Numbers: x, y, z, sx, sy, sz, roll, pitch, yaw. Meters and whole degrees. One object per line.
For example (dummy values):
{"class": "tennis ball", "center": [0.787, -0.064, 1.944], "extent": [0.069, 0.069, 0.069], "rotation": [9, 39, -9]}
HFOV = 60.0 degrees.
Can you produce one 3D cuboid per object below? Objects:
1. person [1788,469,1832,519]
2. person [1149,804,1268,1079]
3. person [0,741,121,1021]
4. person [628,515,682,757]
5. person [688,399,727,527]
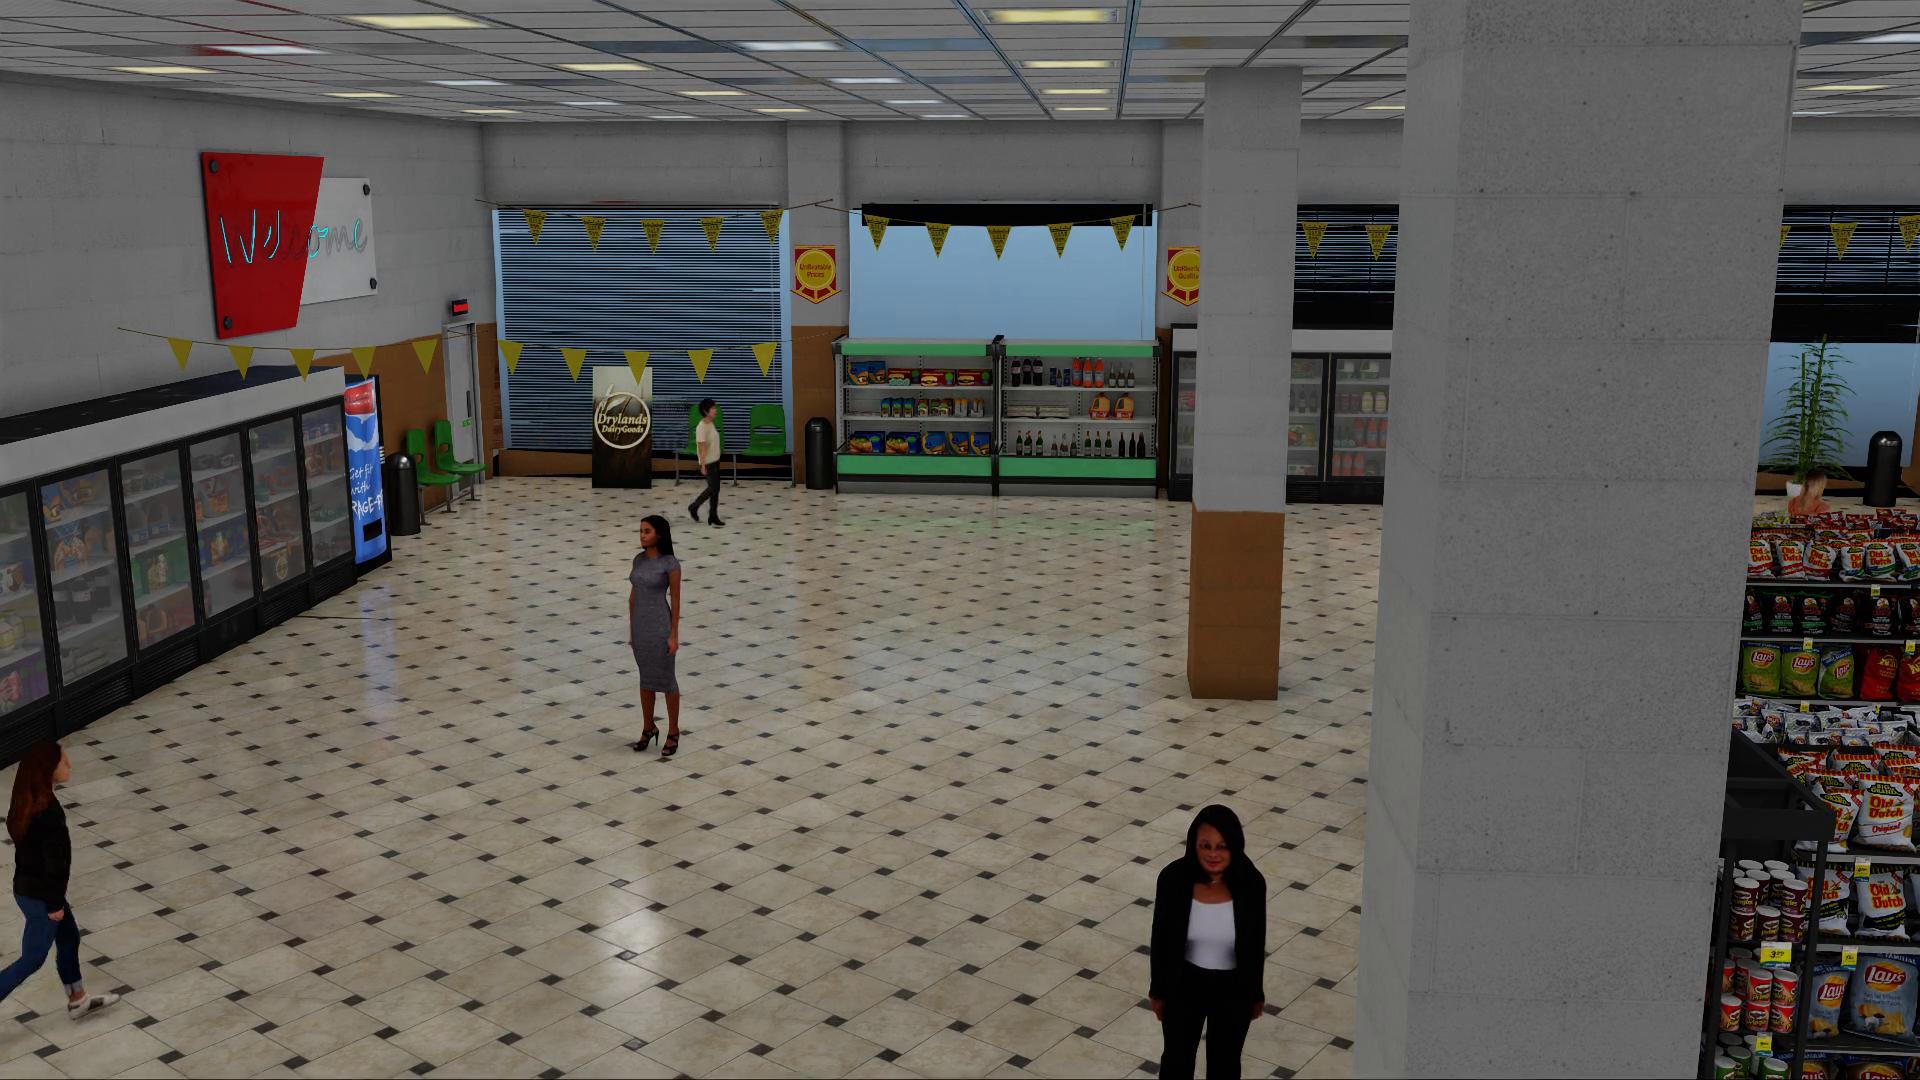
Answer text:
{"class": "person", "center": [7.594, 0.173, 15.060], "extent": [1.077, 1.607, 0.939], "rotation": [-7, 14, -29]}
{"class": "person", "center": [1.042, 1.869, 6.987], "extent": [0.577, 1.615, 0.727], "rotation": [0, 12, 0]}
{"class": "person", "center": [-4.537, 1.730, 8.054], "extent": [1.005, 1.447, 0.948], "rotation": [-11, 16, -41]}
{"class": "person", "center": [-2.227, 0.691, 12.180], "extent": [0.585, 1.781, 0.715], "rotation": [6, 13, 28]}
{"class": "person", "center": [-3.129, -0.939, 20.419], "extent": [0.700, 1.576, 0.622], "rotation": [2, 12, 10]}
